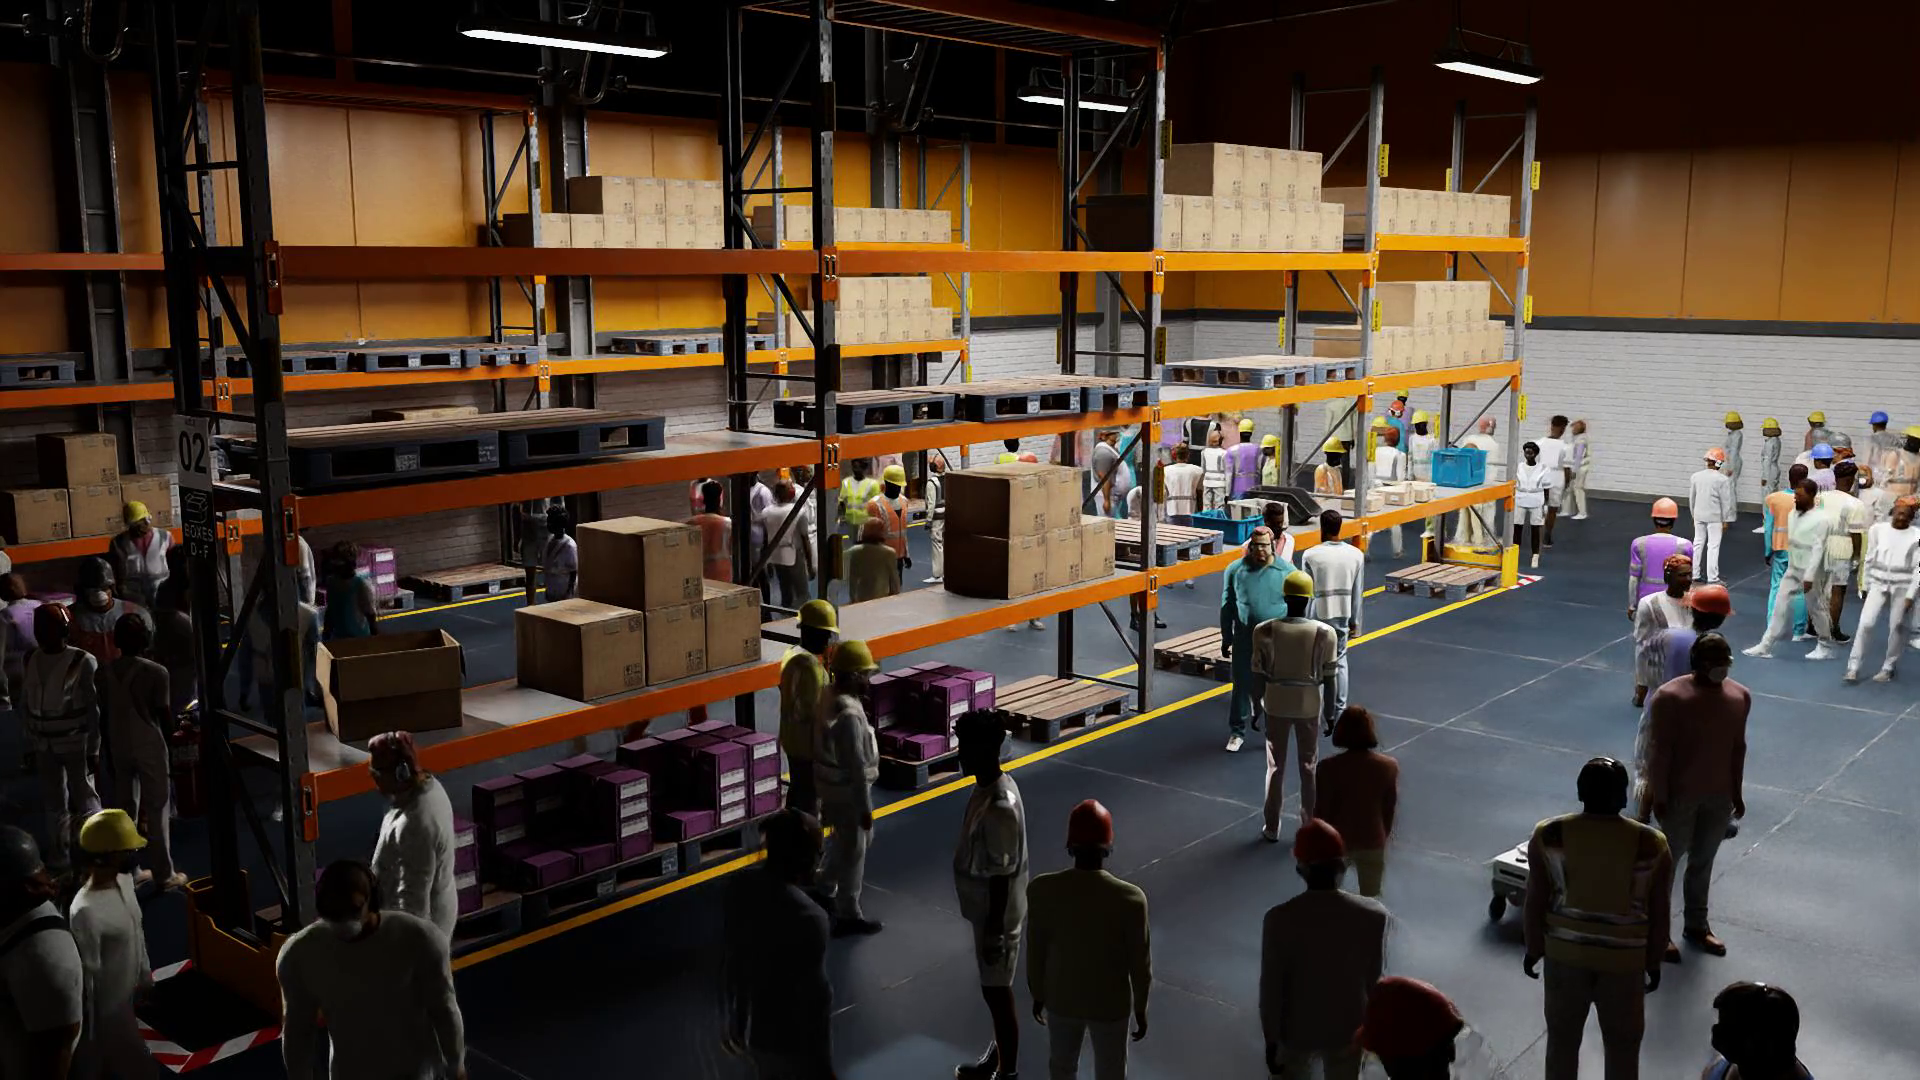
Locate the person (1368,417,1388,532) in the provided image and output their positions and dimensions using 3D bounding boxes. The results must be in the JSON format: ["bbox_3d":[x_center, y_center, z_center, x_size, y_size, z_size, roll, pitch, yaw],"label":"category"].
[{"bbox_3d":[6.299,-0.987,25.060,0.286,1.746,0.489,9,13,44],"label":"person"}]

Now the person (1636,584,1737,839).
[{"bbox_3d":[5.040,1.220,11.477,0.978,1.884,0.554,-5,11,-29],"label":"person"}]

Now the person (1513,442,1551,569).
[{"bbox_3d":[7.549,-0.466,22.090,0.540,1.695,0.317,5,11,27],"label":"person"}]

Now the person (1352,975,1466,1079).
[{"bbox_3d":[1.394,2.265,4.857,0.640,2.010,0.604,-3,10,-20],"label":"person"}]

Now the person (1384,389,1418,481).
[{"bbox_3d":[7.553,-1.662,28.543,0.594,1.925,0.377,1,10,8],"label":"person"}]

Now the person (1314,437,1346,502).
[{"bbox_3d":[4.531,-0.306,20.444,0.373,1.928,0.584,5,11,30],"label":"person"}]

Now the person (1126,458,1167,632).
[{"bbox_3d":[2.092,0.042,18.362,0.543,1.933,0.364,-7,12,-37],"label":"person"}]

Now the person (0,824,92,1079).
[{"bbox_3d":[-3.513,2.031,6.158,0.536,2.000,0.676,-7,12,-37],"label":"person"}]

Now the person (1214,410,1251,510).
[{"bbox_3d":[4.258,-1.199,26.028,0.645,1.857,0.995,-2,10,-13],"label":"person"}]

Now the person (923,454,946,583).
[{"bbox_3d":[-0.279,-0.267,21.076,0.309,1.641,0.511,5,11,26],"label":"person"}]

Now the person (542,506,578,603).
[{"bbox_3d":[-3.913,0.505,16.294,0.318,1.697,0.533,-9,13,-43],"label":"person"}]

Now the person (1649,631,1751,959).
[{"bbox_3d":[4.323,1.480,9.750,0.627,1.940,0.375,-2,10,-12],"label":"person"}]

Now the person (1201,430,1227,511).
[{"bbox_3d":[3.699,-0.770,24.070,0.307,1.644,0.514,-9,13,-44],"label":"person"}]

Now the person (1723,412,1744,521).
[{"bbox_3d":[12.101,-1.155,26.102,0.325,1.730,0.498,4,10,23],"label":"person"}]

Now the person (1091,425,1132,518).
[{"bbox_3d":[1.995,-0.618,21.974,0.536,2.000,0.686,1,10,7],"label":"person"}]

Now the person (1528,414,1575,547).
[{"bbox_3d":[8.314,-0.811,23.518,0.653,1.927,0.762,6,11,33],"label":"person"}]

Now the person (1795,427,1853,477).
[{"bbox_3d":[10.958,-0.482,21.164,0.709,2.000,0.817,4,10,23],"label":"person"}]

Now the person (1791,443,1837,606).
[{"bbox_3d":[10.105,-0.166,19.552,0.605,1.949,0.383,-5,11,-26],"label":"person"}]

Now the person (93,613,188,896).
[{"bbox_3d":[-5.261,1.376,10.678,0.505,1.838,0.350,1,10,8],"label":"person"}]

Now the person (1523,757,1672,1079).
[{"bbox_3d":[2.895,1.891,7.601,0.622,1.840,0.430,4,10,20],"label":"person"}]

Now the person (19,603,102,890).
[{"bbox_3d":[-5.827,1.334,10.787,0.576,1.884,0.354,2,10,12],"label":"person"}]

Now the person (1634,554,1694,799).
[{"bbox_3d":[5.358,1.038,12.558,0.574,1.884,0.356,-3,10,-17],"label":"person"}]

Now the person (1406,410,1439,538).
[{"bbox_3d":[6.824,-0.953,24.377,0.577,1.901,0.634,-6,11,-34],"label":"person"}]

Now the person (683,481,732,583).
[{"bbox_3d":[-2.433,0.365,16.504,0.626,1.911,1.024,1,10,5],"label":"person"}]

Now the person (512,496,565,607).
[{"bbox_3d":[-4.698,-0.040,18.514,0.605,2.045,0.376,1,10,8],"label":"person"}]

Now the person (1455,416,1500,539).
[{"bbox_3d":[7.444,-0.835,23.822,0.646,1.915,0.685,-6,11,-33],"label":"person"}]

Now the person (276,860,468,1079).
[{"bbox_3d":[-2.245,2.090,6.325,0.646,1.874,0.953,0,10,-2],"label":"person"}]

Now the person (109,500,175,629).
[{"bbox_3d":[-7.809,0.506,15.958,0.604,1.812,0.404,-5,11,-29],"label":"person"}]

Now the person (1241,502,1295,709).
[{"bbox_3d":[2.806,0.590,15.180,0.594,1.907,0.411,-6,11,-33],"label":"person"}]

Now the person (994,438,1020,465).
[{"bbox_3d":[0.713,-0.643,23.148,0.530,1.696,0.321,6,11,32],"label":"person"}]

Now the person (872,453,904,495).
[{"bbox_3d":[-1.008,-0.785,23.795,0.533,1.767,0.326,7,12,35],"label":"person"}]

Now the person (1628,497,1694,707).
[{"bbox_3d":[6.370,0.577,15.144,0.543,1.940,0.361,5,11,27],"label":"person"}]

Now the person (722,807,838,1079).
[{"bbox_3d":[-0.750,2.004,6.697,0.503,1.913,0.641,-8,12,-40],"label":"person"}]

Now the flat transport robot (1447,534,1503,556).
[{"bbox_3d":[7.108,0.120,22.843,0.652,0.197,1.431,6,11,34],"label":"flat transport robot"}]

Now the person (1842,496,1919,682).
[{"bbox_3d":[8.867,0.499,15.880,0.840,1.845,0.585,-9,13,-43],"label":"person"}]

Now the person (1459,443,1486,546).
[{"bbox_3d":[6.916,-0.509,22.561,0.271,1.627,0.496,-4,10,-24],"label":"person"}]

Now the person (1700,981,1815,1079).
[{"bbox_3d":[2.494,2.278,5.288,0.430,1.840,0.624,0,10,1],"label":"person"}]

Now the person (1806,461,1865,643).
[{"bbox_3d":[9.365,0.127,17.794,0.379,1.958,0.599,-5,11,-27],"label":"person"}]

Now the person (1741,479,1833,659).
[{"bbox_3d":[8.569,0.307,16.966,0.909,1.870,0.606,-1,10,-8],"label":"person"}]

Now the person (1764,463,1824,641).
[{"bbox_3d":[8.945,0.131,17.877,0.592,1.917,0.392,8,12,40],"label":"person"}]

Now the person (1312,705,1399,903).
[{"bbox_3d":[2.195,1.717,9.371,0.502,1.583,0.847,-1,10,-4],"label":"person"}]
